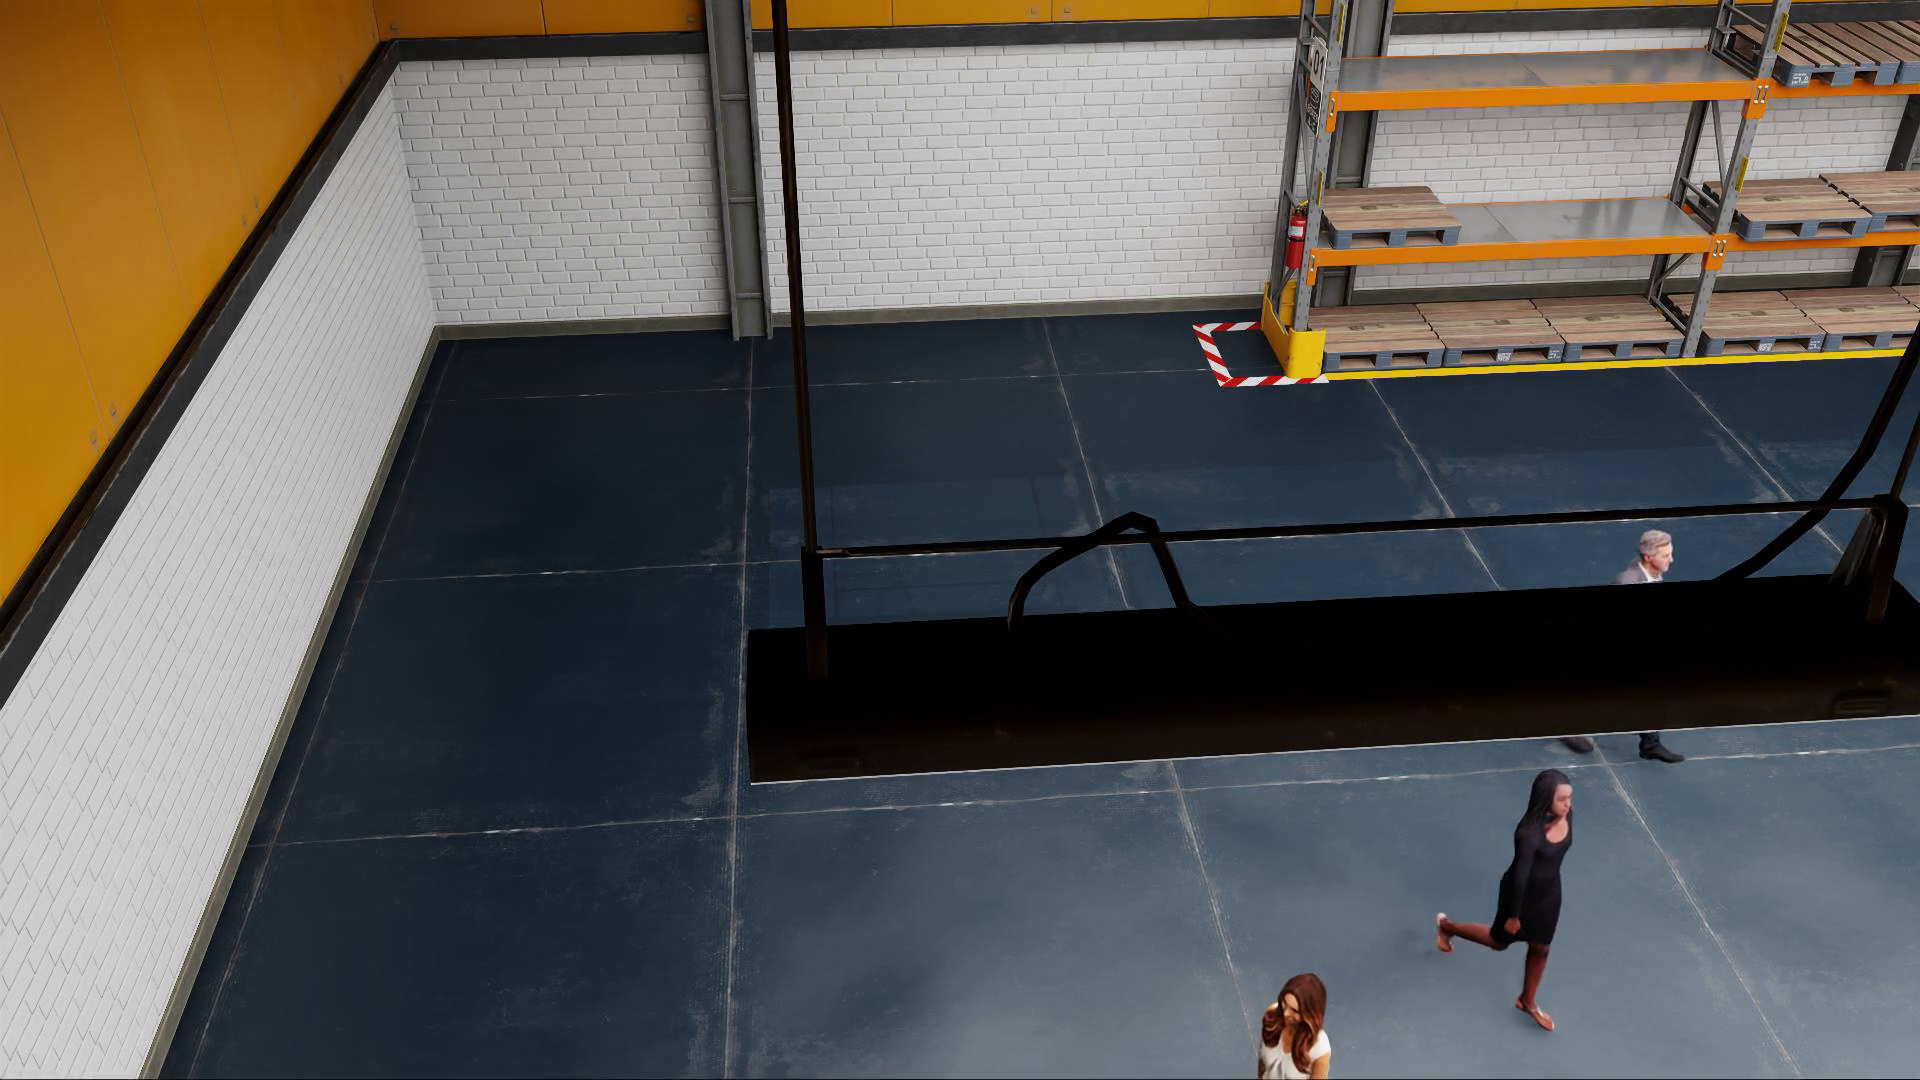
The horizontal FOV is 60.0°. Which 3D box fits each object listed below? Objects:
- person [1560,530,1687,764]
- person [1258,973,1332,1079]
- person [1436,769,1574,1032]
[{"bbox_3d":[4.371,0.679,11.178,1.197,1.809,1.160,28,43,36],"label":"person"},{"bbox_3d":[1.652,2.746,8.107,0.985,1.767,0.860,-23,40,-30],"label":"person"},{"bbox_3d":[3.119,1.960,9.353,1.099,1.696,1.036,-23,40,-31],"label":"person"}]
